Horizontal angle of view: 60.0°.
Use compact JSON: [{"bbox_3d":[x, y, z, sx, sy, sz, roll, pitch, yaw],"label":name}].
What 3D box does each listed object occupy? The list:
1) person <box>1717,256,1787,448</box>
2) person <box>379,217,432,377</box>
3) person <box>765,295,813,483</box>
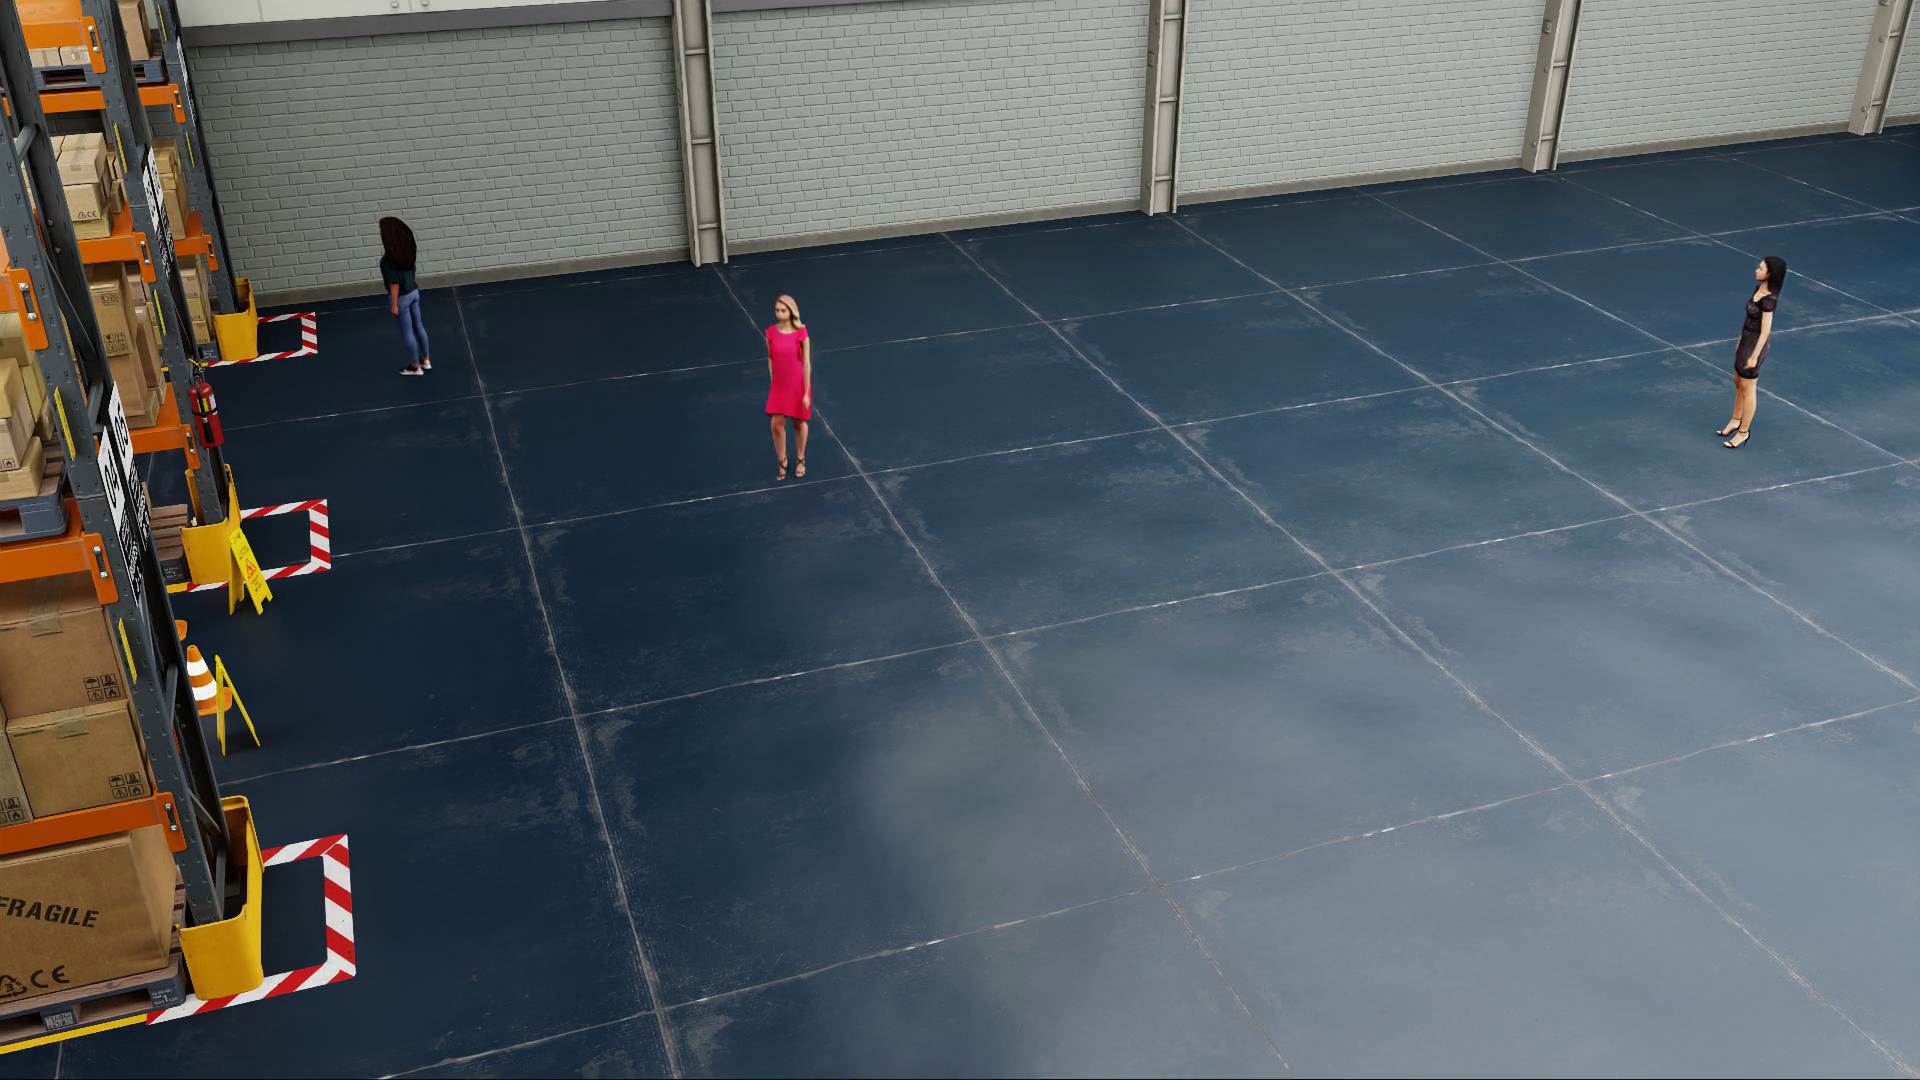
[{"bbox_3d":[7.174,-1.706,15.058,0.661,1.791,0.673,5,28,9],"label":"person"},{"bbox_3d":[-5.557,-2.440,16.624,0.760,1.614,0.714,8,29,15],"label":"person"},{"bbox_3d":[-1.434,-1.353,14.476,0.718,1.715,0.774,5,28,9],"label":"person"}]
